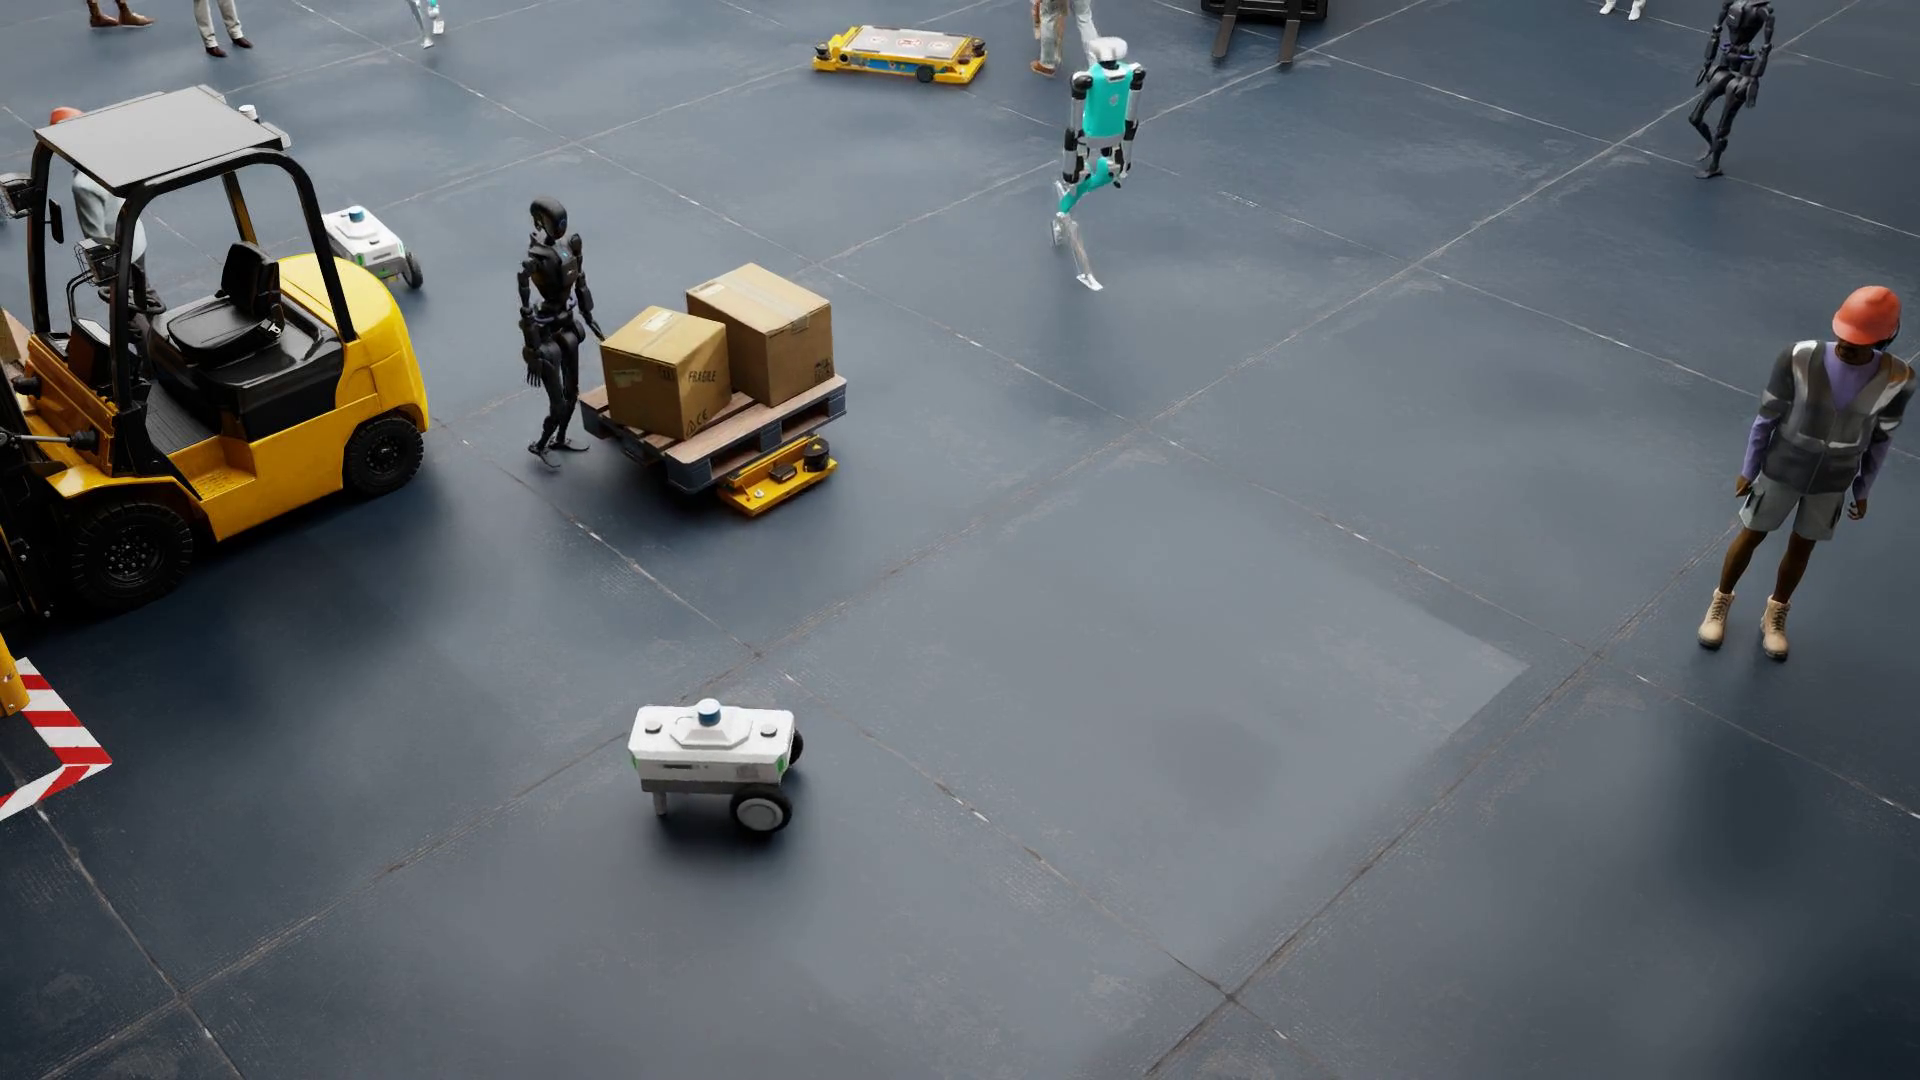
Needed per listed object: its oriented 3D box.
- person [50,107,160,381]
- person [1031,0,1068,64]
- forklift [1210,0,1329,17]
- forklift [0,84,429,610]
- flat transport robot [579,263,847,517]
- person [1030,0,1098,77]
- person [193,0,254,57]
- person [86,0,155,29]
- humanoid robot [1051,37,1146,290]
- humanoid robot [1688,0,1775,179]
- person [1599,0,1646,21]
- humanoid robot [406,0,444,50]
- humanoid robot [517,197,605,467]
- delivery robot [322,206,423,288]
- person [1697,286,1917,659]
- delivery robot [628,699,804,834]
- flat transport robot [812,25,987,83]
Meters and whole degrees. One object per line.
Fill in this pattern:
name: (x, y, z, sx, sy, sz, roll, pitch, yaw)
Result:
person: (-5.185, -1.808, 10.190, 0.350, 1.737, 0.572, -2, 37, -3)
person: (0.837, -5.115, 14.592, 0.546, 1.764, 0.549, 0, 37, 0)
forklift: (3.106, -6.400, 15.960, 1.214, 2.155, 2.313, 8, 37, 10)
forklift: (-4.145, -1.093, 8.856, 2.313, 2.155, 1.214, -31, 47, -34)
flat transport robot: (-1.443, -0.622, 9.829, 1.431, 0.231, 0.659, 30, 46, 34)
person: (0.966, -4.767, 14.040, 0.649, 1.891, 0.853, -19, 41, -24)
person: (-6.685, -5.180, 14.678, 0.389, 1.778, 0.535, 20, 41, 25)
person: (-7.893, -5.606, 15.199, 0.700, 1.828, 0.514, -17, 40, -22)
humanoid robot: (0.788, -2.646, 11.332, 0.547, 1.775, 0.931, -17, 40, -21)
humanoid robot: (5.857, -3.535, 12.557, 0.356, 1.648, 0.614, -13, 39, -17)
person: (6.342, -5.692, 15.475, 0.516, 1.633, 0.312, 25, 43, 29)
humanoid robot: (-4.771, -5.155, 14.702, 0.555, 1.759, 1.047, -6, 37, -8)
humanoid robot: (-2.294, -1.184, 9.414, 0.376, 1.641, 0.600, 16, 40, 20)
delivery robot: (-4.074, -1.976, 11.419, 0.499, 0.614, 0.790, -25, 43, -30)
person: (4.047, -0.306, 7.929, 0.607, 2.040, 0.390, 12, 38, 16)
delivery robot: (-1.068, 0.974, 7.468, 0.784, 0.612, 0.499, 1, 37, 2)
flat transport robot: (-0.530, -4.317, 14.775, 1.431, 0.231, 0.659, 9, 38, 12)
